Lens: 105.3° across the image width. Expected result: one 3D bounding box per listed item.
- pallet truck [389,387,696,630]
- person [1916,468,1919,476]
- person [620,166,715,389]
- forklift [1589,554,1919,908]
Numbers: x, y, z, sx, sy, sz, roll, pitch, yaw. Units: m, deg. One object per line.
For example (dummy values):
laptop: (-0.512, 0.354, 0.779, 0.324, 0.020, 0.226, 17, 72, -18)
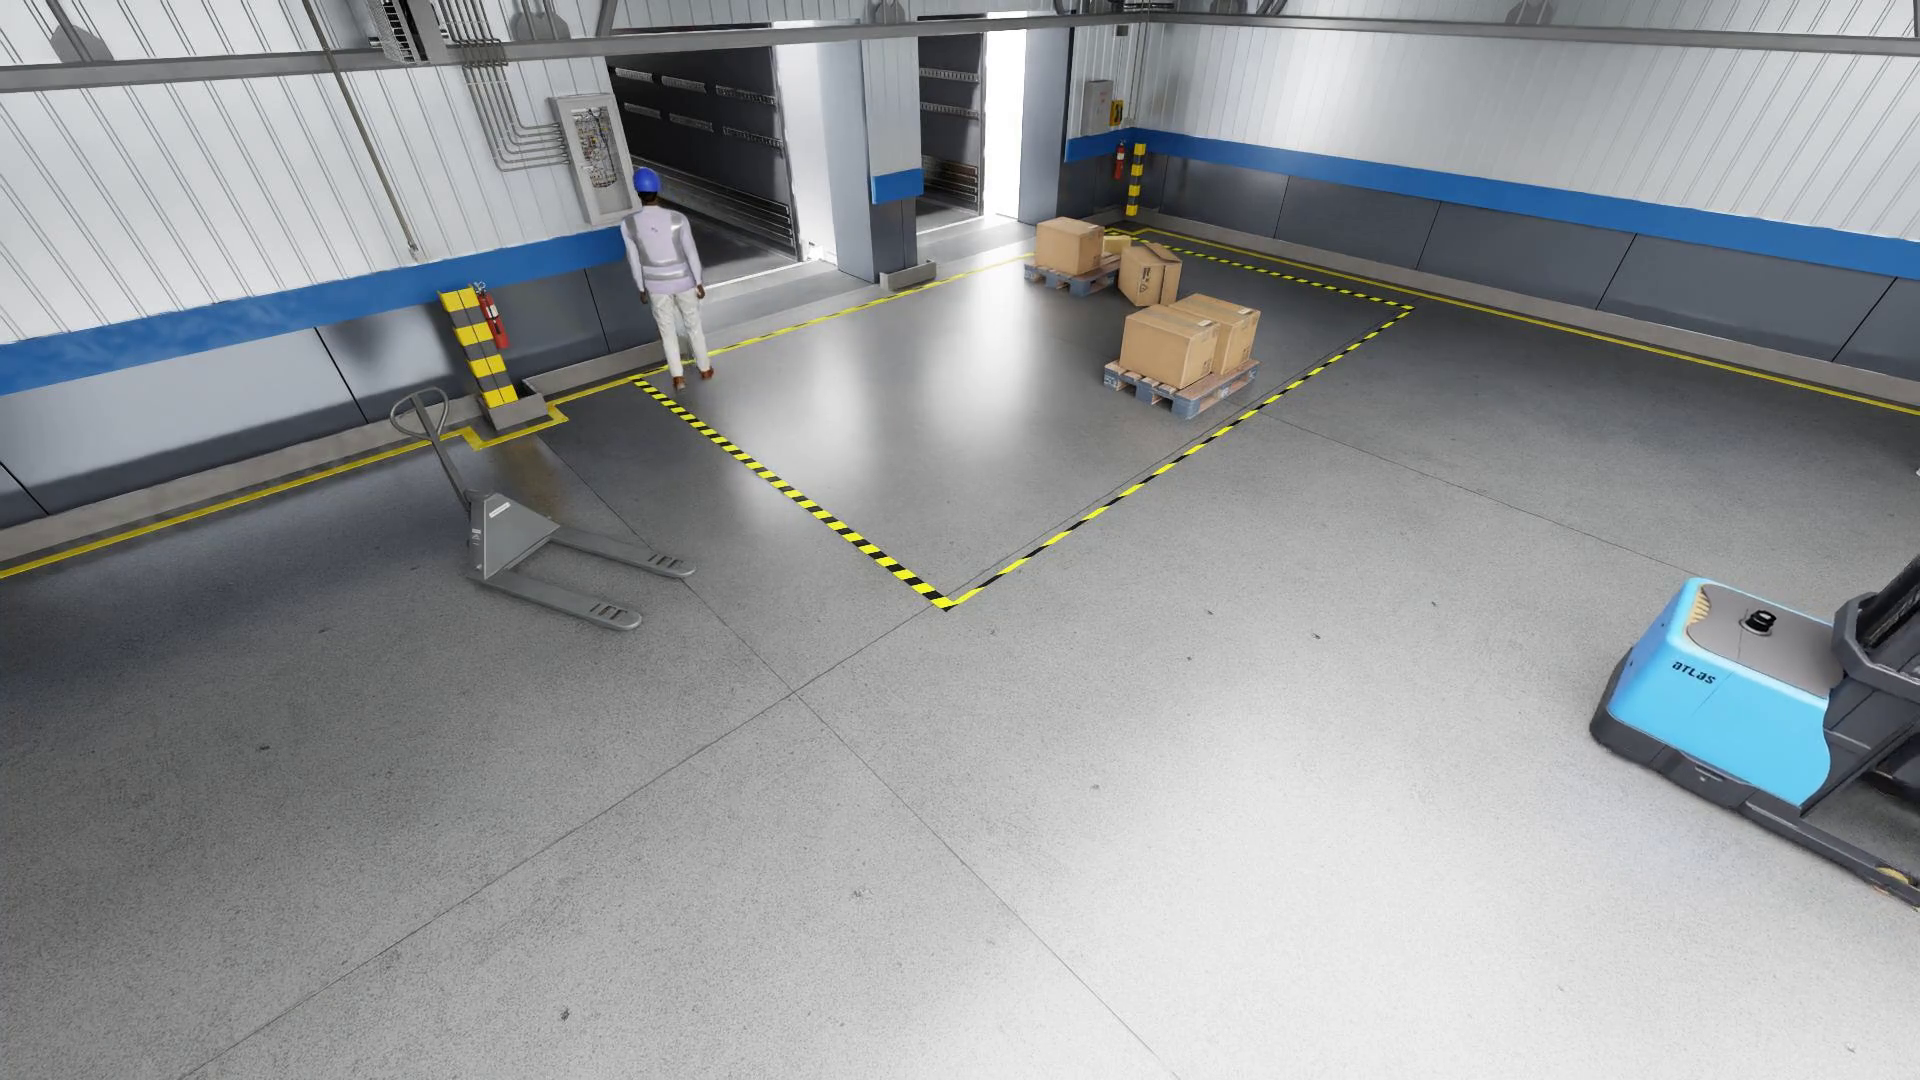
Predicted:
pallet truck: (-2.613, -0.247, 4.593, 1.601, 1.201, 0.680, 14, 40, 17)
person: (7.925, -1.142, 5.338, 0.491, 1.742, 0.314, 2, 38, 3)
person: (-2.670, -2.356, 6.753, 0.609, 1.955, 0.411, -11, 39, -14)
forklift: (3.869, 0.310, 3.217, 0.716, 2.013, 0.776, -31, 47, -33)
